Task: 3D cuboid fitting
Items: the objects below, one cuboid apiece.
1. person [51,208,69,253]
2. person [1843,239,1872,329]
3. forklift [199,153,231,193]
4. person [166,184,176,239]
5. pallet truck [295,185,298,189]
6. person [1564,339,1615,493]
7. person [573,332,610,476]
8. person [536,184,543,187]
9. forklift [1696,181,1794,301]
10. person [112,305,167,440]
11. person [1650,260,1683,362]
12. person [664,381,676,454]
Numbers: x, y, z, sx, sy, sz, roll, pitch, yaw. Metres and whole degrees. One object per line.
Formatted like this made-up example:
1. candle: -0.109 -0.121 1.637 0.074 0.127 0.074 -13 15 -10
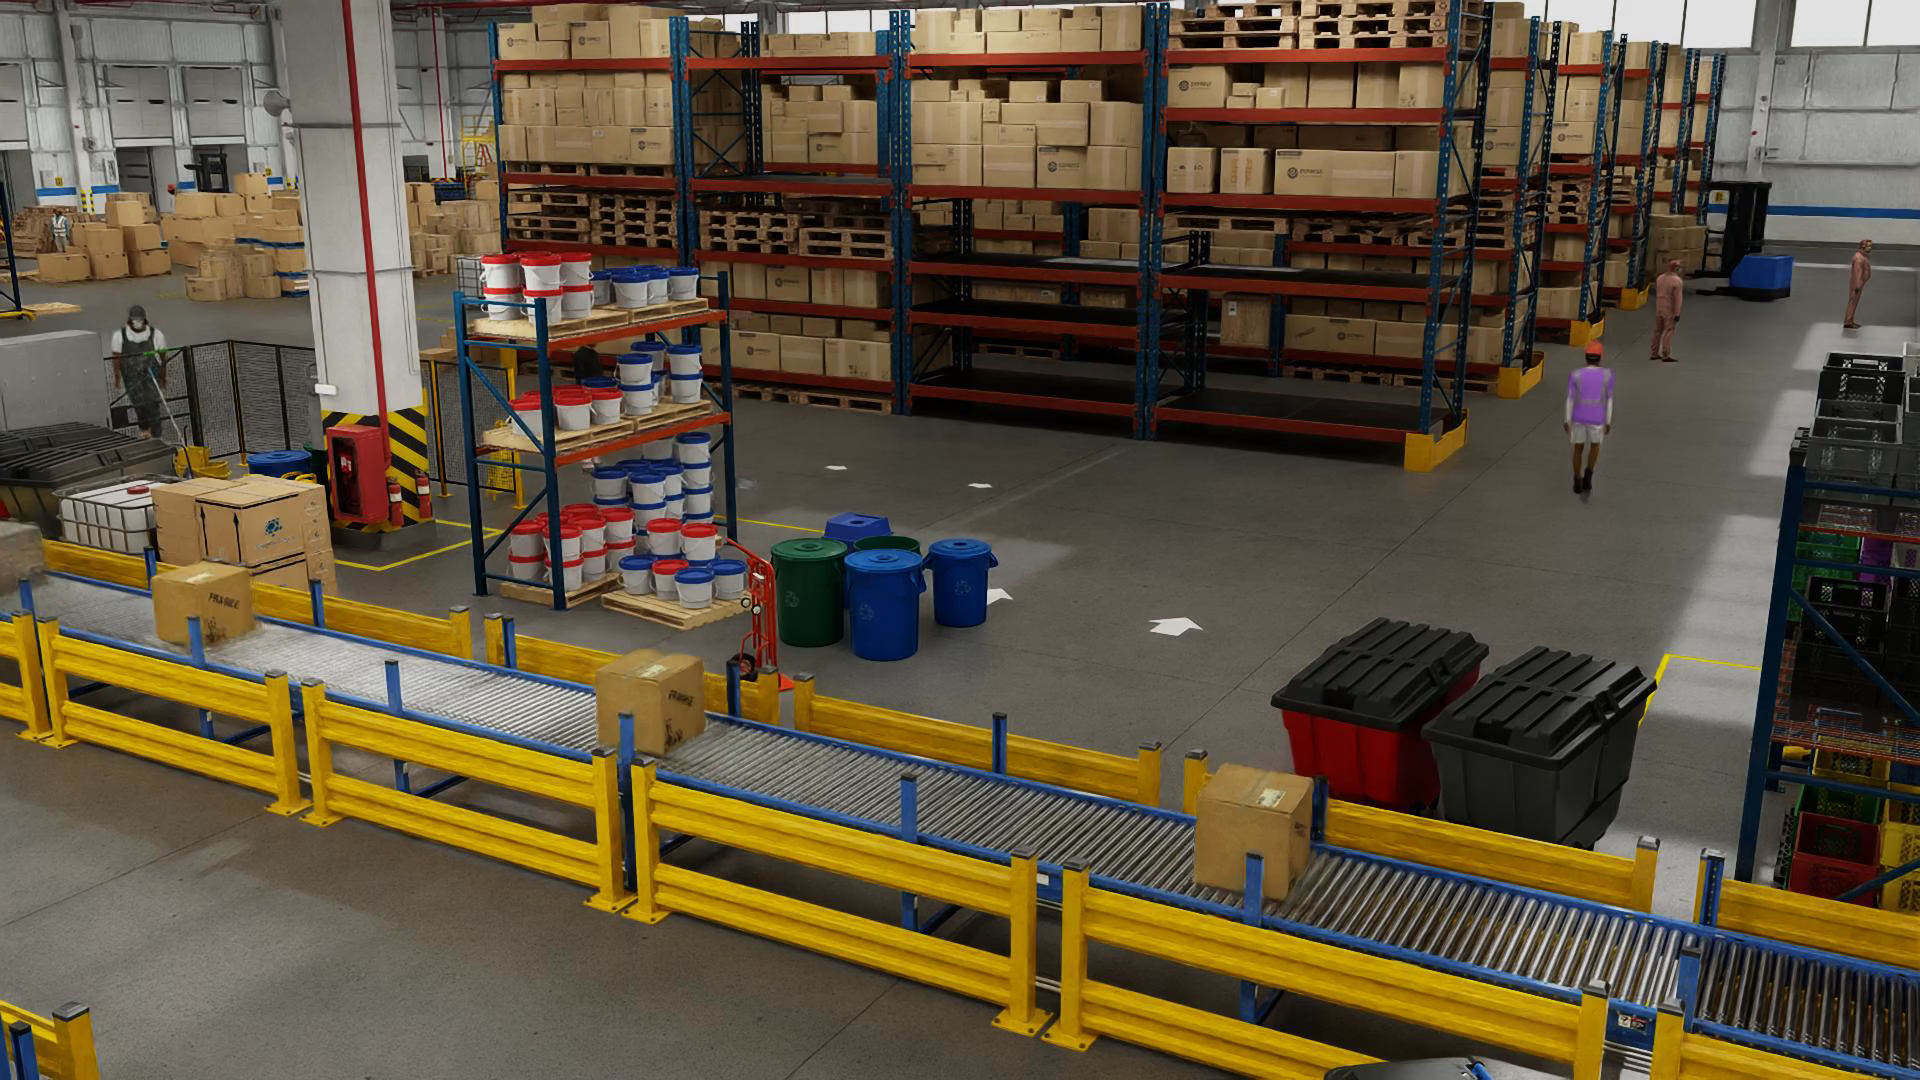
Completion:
1. person: -26.792 -9.066 49.556 0.515 1.641 0.309 1 15 3
2. person: 19.243 -5.478 35.586 0.397 1.900 0.644 9 17 30
3. forklift: -27.440 -12.865 61.464 1.873 2.768 1.129 8 17 28
4. person: -27.141 -11.362 57.641 0.719 1.920 0.561 -8 17 -29
5. pallet truck: -26.804 -14.617 69.738 1.885 1.965 0.823 -14 20 -42
6. person: 7.801 -1.529 20.674 0.559 1.921 0.405 6 16 20
7. person: -4.830 -1.848 21.739 0.375 1.997 0.612 2 15 7
8. person: -18.937 -15.893 74.701 0.670 1.923 0.640 -9 17 -31
9. forklift: 19.361 -7.352 40.740 1.129 2.768 1.873 -12 19 -37
10. person: -11.658 -2.392 23.699 0.683 2.000 0.992 -5 16 -18
11. person: 13.251 -4.281 31.080 0.400 1.901 0.645 -5 16 -18
12. person: -3.572 -1.172 19.914 0.344 1.618 0.510 12 19 38
